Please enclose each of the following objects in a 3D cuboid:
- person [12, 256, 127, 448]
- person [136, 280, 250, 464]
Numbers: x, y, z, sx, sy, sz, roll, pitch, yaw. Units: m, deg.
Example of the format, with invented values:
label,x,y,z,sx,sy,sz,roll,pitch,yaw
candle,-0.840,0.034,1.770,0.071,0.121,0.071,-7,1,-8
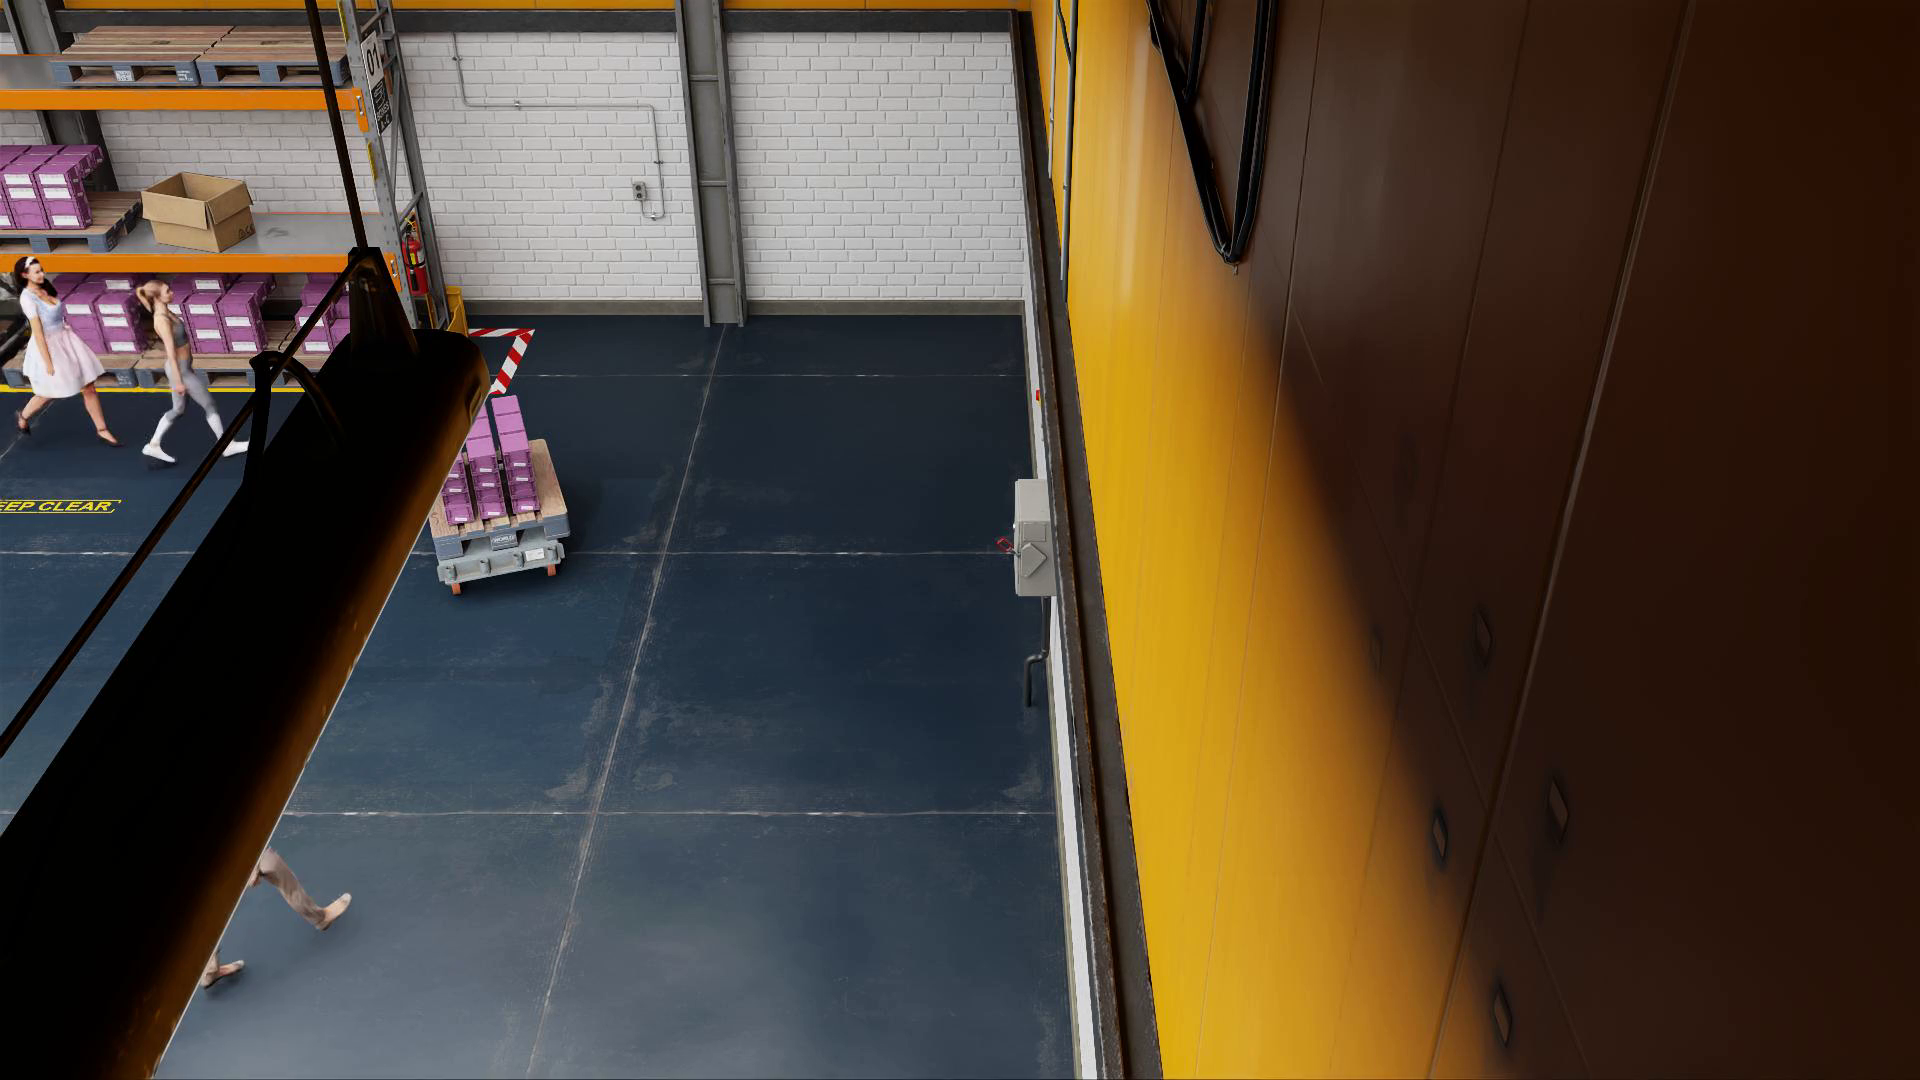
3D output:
label,x,y,z,sx,sy,sz,roll,pitch,yaw
person,-7.743,-1.544,14.092,1.129,1.786,0.657,1,34,1
person,-6.615,-1.373,13.939,1.170,1.672,0.890,-15,36,-21
